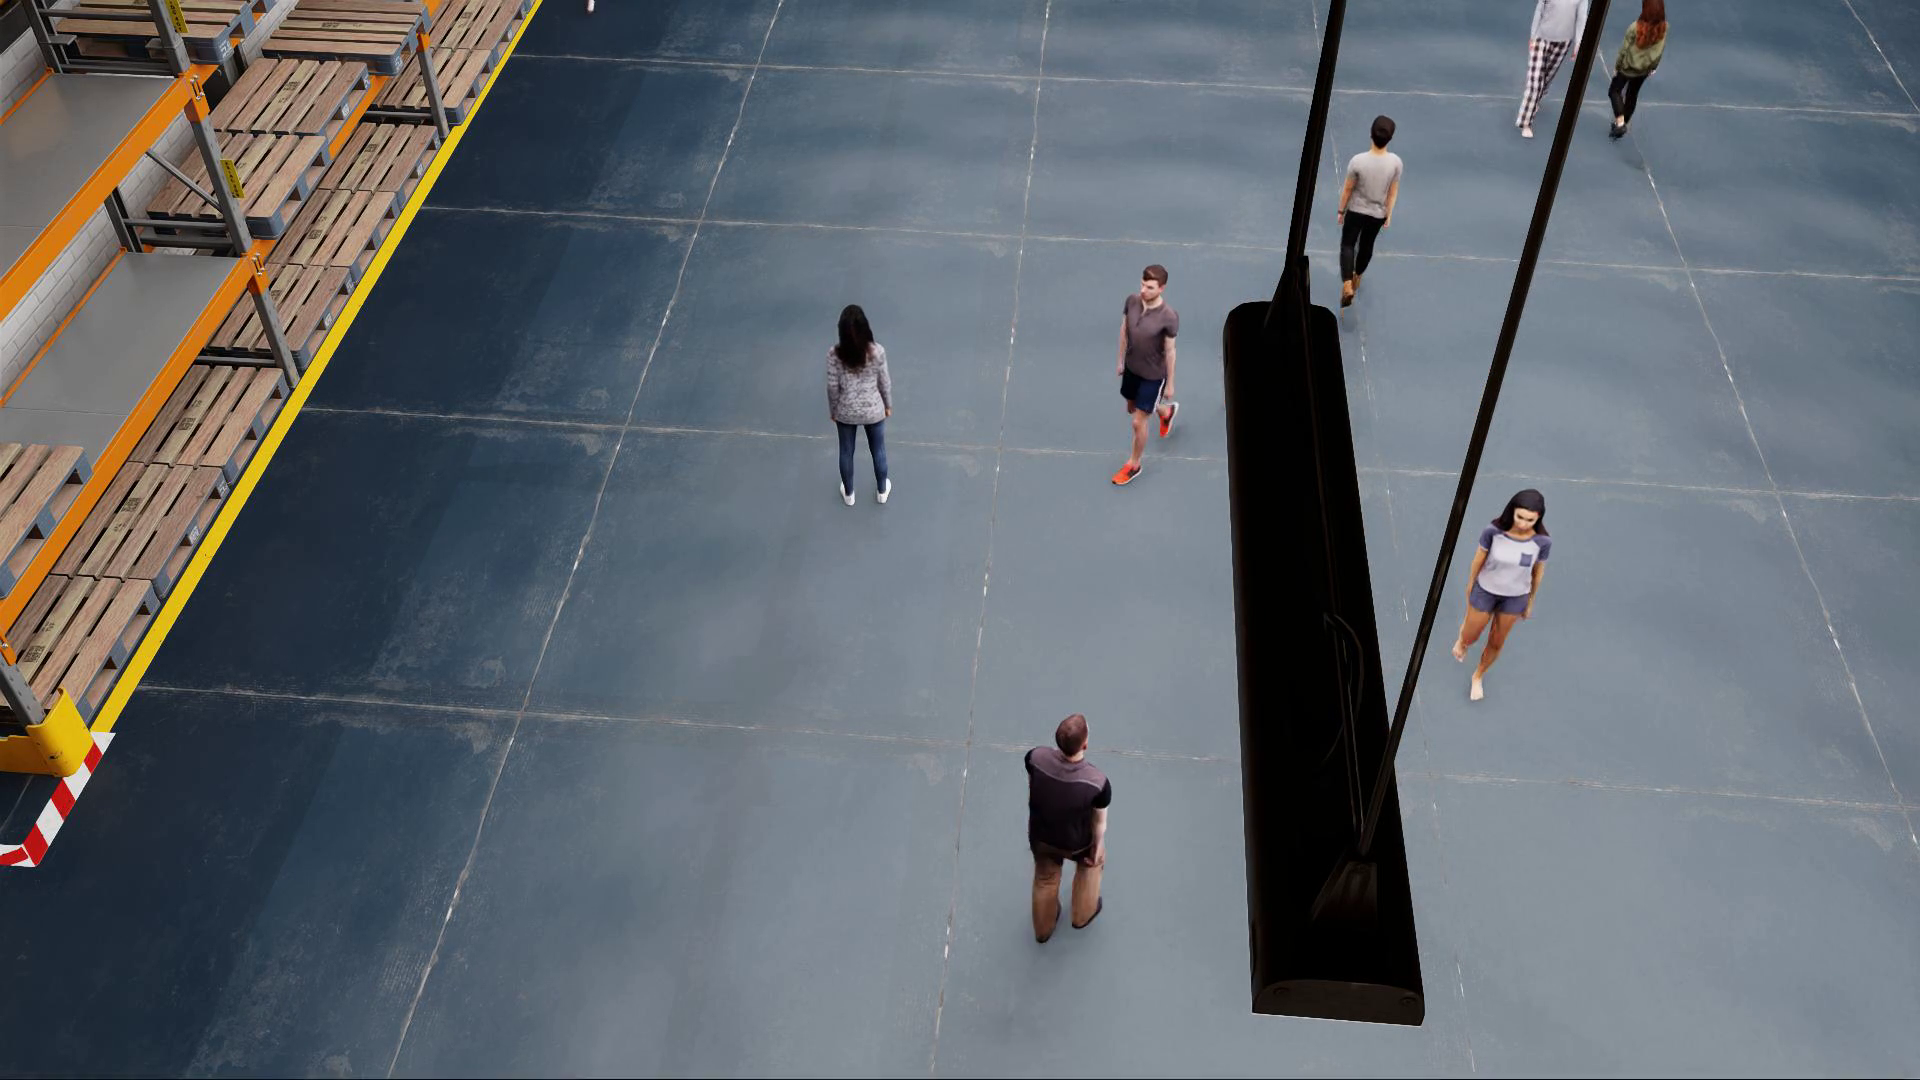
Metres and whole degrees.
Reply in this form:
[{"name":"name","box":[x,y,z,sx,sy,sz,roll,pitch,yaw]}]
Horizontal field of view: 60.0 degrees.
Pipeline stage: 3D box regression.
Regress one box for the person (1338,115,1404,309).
[{"name":"person","box":[3.415,-2.726,13.964,0.614,1.704,0.959,5,44,5]}]

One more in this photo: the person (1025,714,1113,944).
[{"name":"person","box":[0.537,1.676,9.258,0.778,1.822,0.789,18,46,18]}]

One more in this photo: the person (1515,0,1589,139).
[{"name":"person","box":[5.770,-4.915,16.196,0.604,1.794,1.098,5,44,5]}]

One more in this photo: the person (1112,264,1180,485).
[{"name":"person","box":[1.442,-1.289,12.365,1.152,1.829,1.056,-35,53,-31]}]

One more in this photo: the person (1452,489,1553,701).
[{"name":"person","box":[3.510,0.293,10.781,0.641,1.723,0.733,10,44,10]}]

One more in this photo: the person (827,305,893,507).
[{"name":"person","box":[-0.735,-0.965,12.092,0.639,1.735,0.568,-3,44,-3]}]

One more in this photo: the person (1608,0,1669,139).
[{"name":"person","box":[6.534,-4.511,16.011,0.653,1.464,0.709,-2,44,-2]}]
